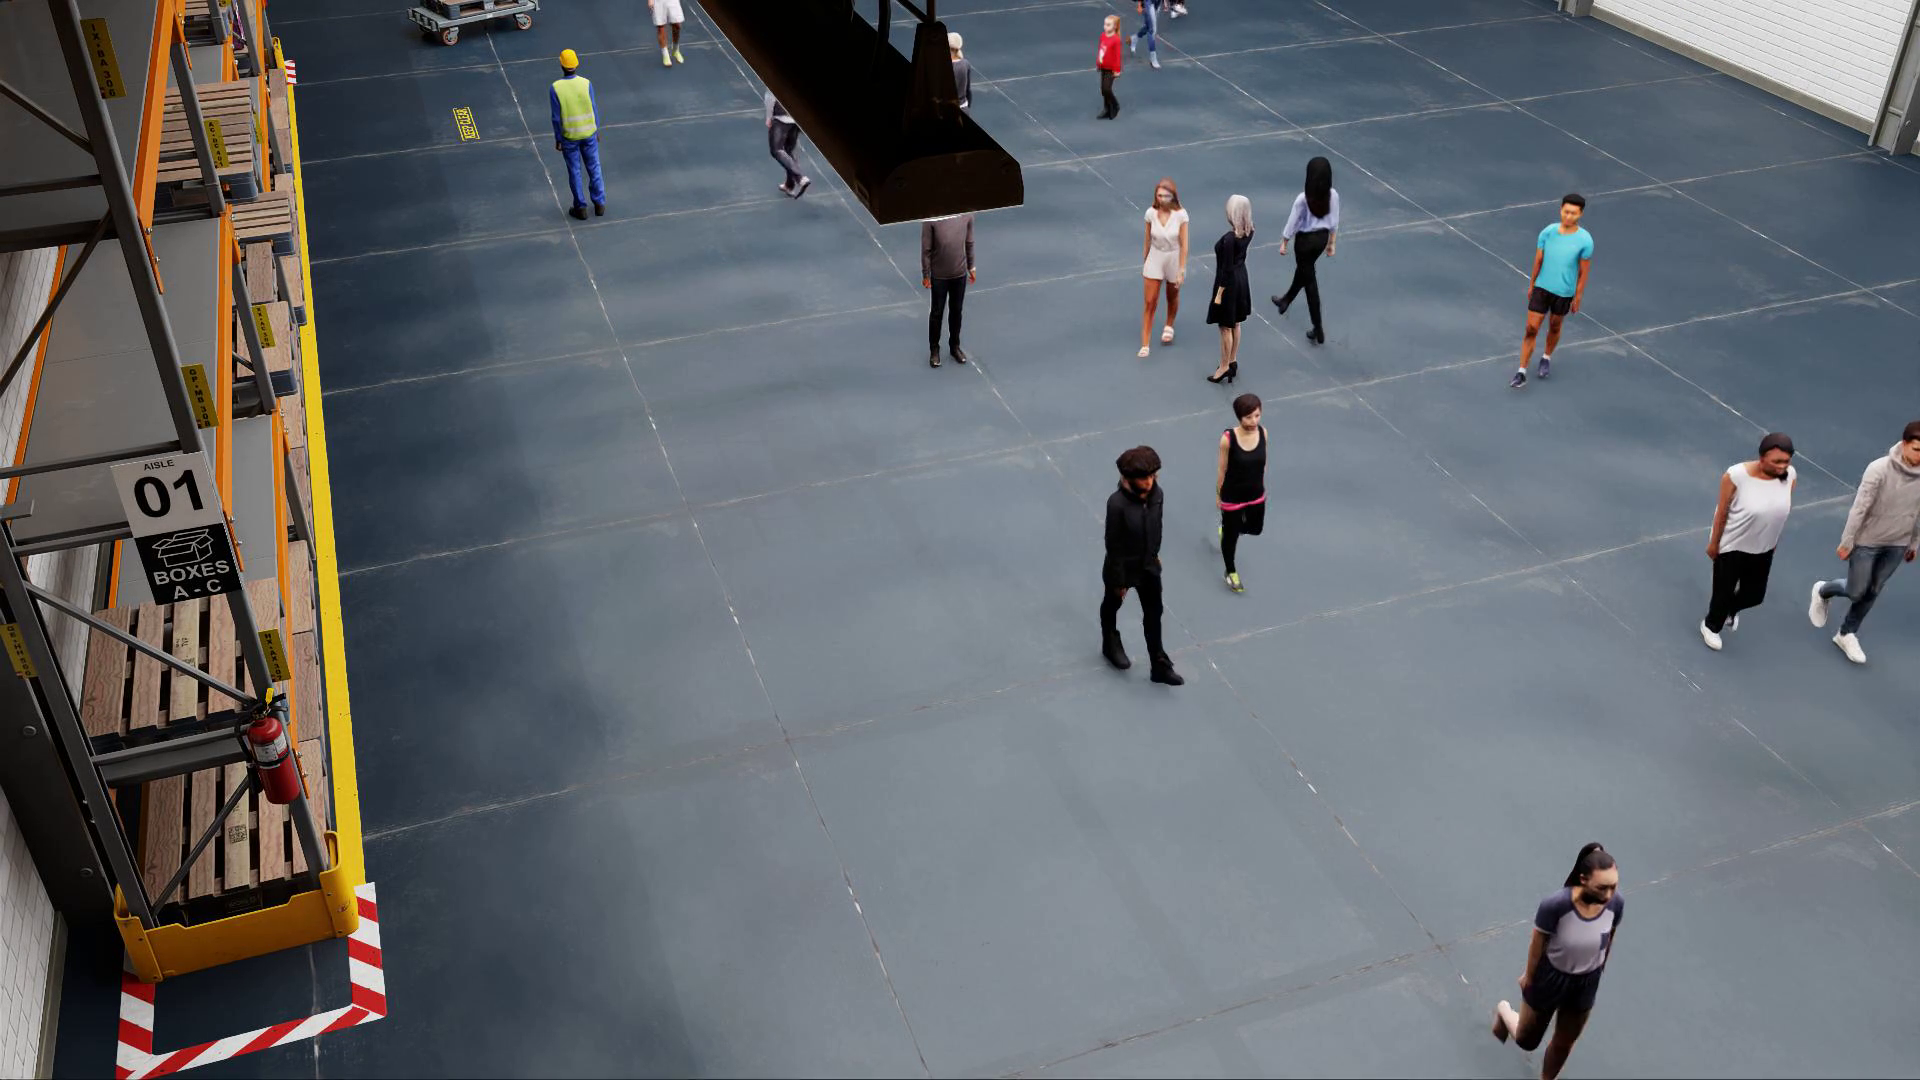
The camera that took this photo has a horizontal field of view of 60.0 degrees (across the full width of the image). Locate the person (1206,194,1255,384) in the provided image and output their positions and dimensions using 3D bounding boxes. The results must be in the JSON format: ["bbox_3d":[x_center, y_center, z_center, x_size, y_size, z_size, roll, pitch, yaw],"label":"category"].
[{"bbox_3d":[2.370,-2.206,14.613,0.745,1.746,0.705,19,38,27],"label":"person"}]

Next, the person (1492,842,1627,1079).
[{"bbox_3d":[2.934,2.116,8.210,0.722,1.637,0.874,-3,34,-5],"label":"person"}]

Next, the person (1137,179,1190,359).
[{"bbox_3d":[1.905,-2.523,15.179,1.006,1.647,1.168,8,34,12],"label":"person"}]

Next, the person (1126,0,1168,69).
[{"bbox_3d":[2.509,-7.164,22.209,0.799,1.595,1.075,-23,40,-30],"label":"person"}]

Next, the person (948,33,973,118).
[{"bbox_3d":[-0.058,-4.791,18.519,0.655,1.727,0.617,-22,40,-30],"label":"person"}]

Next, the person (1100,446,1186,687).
[{"bbox_3d":[1.099,0.112,11.124,0.758,1.747,1.007,-18,38,-25],"label":"person"}]

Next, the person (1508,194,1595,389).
[{"bbox_3d":[5.262,-2.226,14.642,1.027,1.747,1.053,17,37,24],"label":"person"}]

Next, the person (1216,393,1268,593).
[{"bbox_3d":[2.009,-0.388,12.064,0.529,1.540,0.750,-11,35,-16],"label":"person"}]

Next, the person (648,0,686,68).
[{"bbox_3d":[-3.969,-7.231,22.106,0.627,1.821,0.577,-13,36,-18],"label":"person"}]

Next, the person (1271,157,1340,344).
[{"bbox_3d":[3.262,-2.621,15.281,0.753,1.697,1.137,-15,37,-22],"label":"person"}]

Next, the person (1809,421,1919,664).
[{"bbox_3d":[6.213,-0.059,11.302,0.811,1.836,0.943,-2,34,-2],"label":"person"}]

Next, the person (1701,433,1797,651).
[{"bbox_3d":[5.379,-0.037,11.413,0.748,1.676,0.738,-1,34,-2],"label":"person"}]

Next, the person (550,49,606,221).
[{"bbox_3d":[-4.086,-4.334,17.754,0.707,1.813,0.631,-18,37,-25],"label":"person"}]

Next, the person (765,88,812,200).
[{"bbox_3d":[-1.844,-4.539,18.074,0.875,1.799,1.053,-24,40,-31],"label":"person"}]

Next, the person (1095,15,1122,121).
[{"bbox_3d":[1.872,-5.831,20.492,0.608,1.275,0.519,-22,40,-30],"label":"person"}]

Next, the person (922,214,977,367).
[{"bbox_3d":[-0.099,-2.419,14.915,0.523,1.766,0.661,-11,35,-16],"label":"person"}]
